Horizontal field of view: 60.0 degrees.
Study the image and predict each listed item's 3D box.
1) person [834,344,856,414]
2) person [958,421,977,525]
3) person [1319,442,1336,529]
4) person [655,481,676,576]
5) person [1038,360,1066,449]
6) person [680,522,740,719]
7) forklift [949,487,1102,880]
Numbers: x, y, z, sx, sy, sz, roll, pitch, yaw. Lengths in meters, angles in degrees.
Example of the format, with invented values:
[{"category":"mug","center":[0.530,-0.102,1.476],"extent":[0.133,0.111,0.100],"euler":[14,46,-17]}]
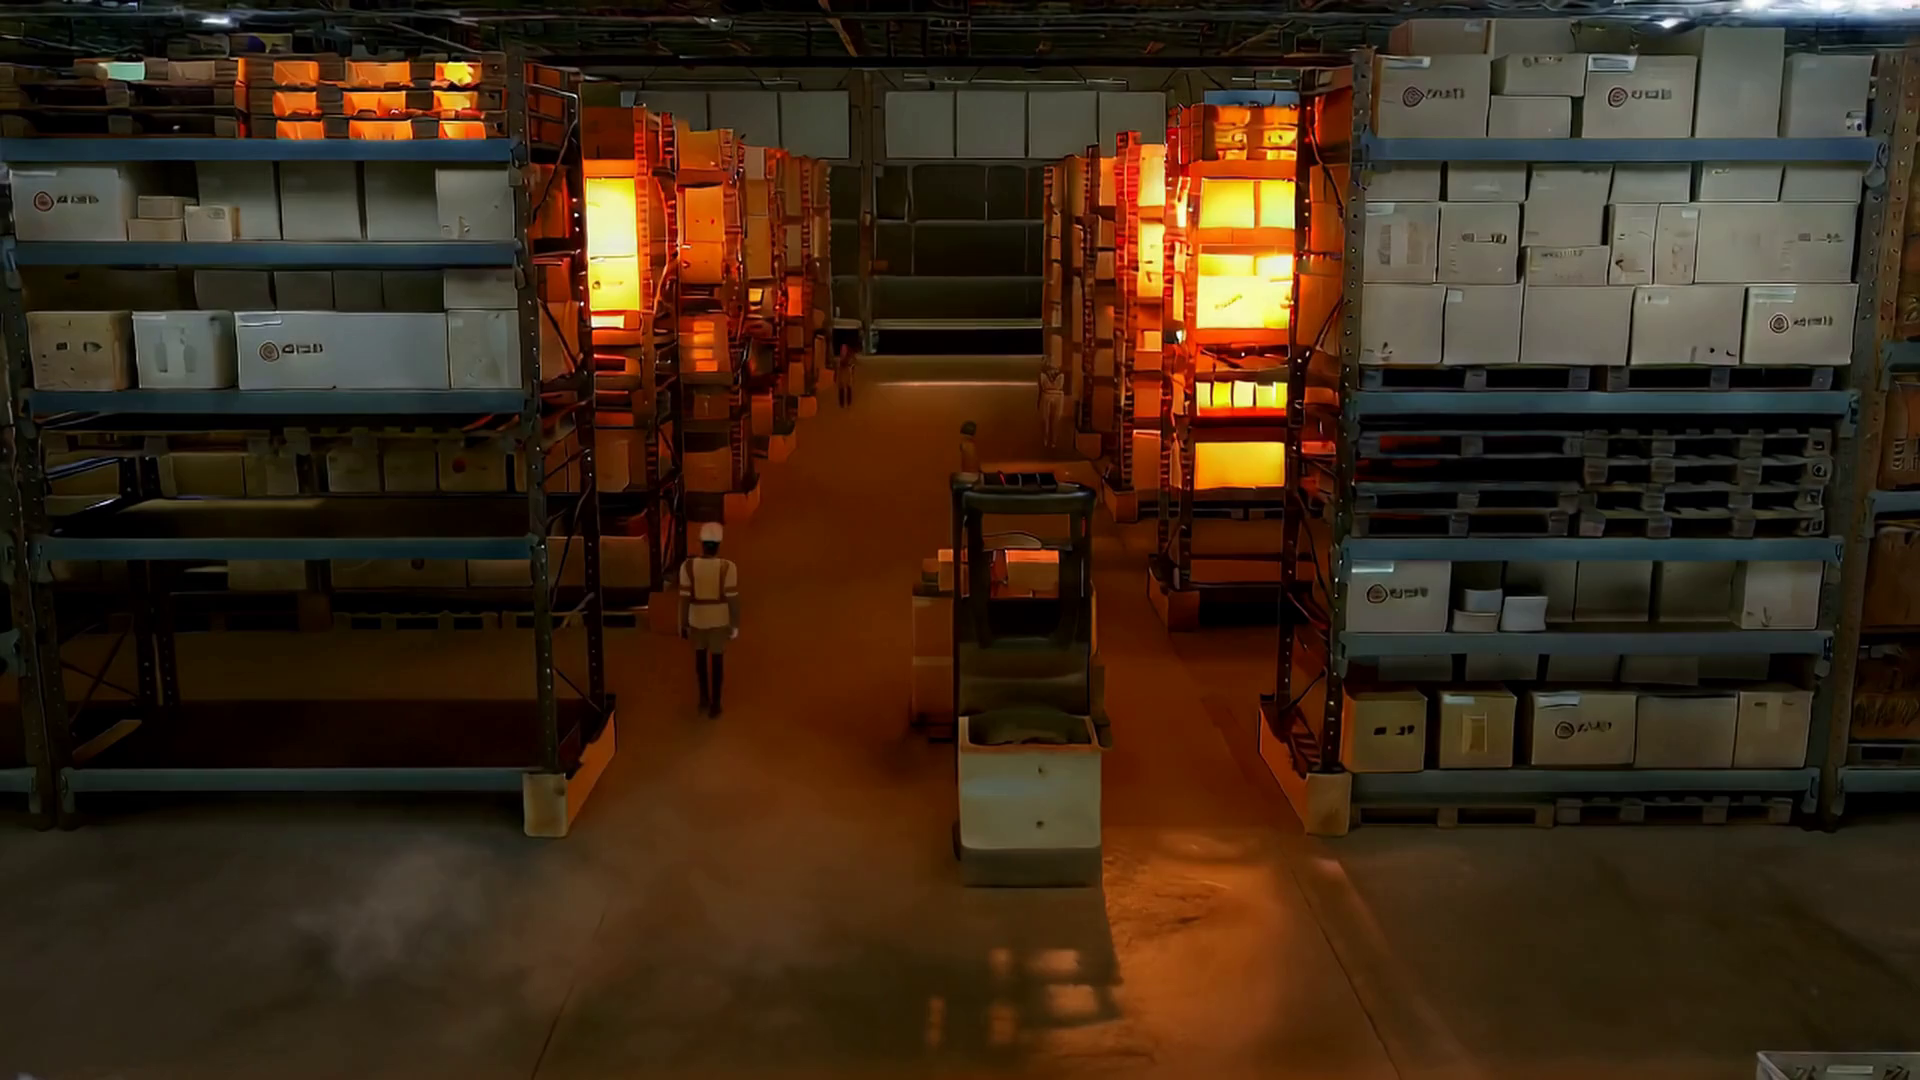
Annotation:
[{"category":"person","center":[-2.755,-3.887,40.001],"extent":[0.536,1.673,0.774],"euler":[0,11,0]},{"category":"person","center":[0.134,-1.053,26.025],"extent":[0.281,1.631,0.506],"euler":[-5,12,-23]},{"category":"person","center":[5.537,-0.940,24.989],"extent":[0.459,1.825,0.656],"euler":[1,11,3]},{"category":"person","center":[-4.145,-0.359,22.528],"extent":[0.854,1.652,0.548],"euler":[8,14,33]},{"category":"person","center":[1.883,-2.772,34.068],"extent":[0.563,1.829,0.461],"euler":[-1,11,-3]},{"category":"person","center":[-2.433,0.762,16.318],"extent":[0.565,1.912,0.660],"euler":[0,11,-1]},{"category":"forklift","center":[0.495,0.986,12.813],"extent":[1.129,2.768,1.873],"euler":[0,11,-2]}]
